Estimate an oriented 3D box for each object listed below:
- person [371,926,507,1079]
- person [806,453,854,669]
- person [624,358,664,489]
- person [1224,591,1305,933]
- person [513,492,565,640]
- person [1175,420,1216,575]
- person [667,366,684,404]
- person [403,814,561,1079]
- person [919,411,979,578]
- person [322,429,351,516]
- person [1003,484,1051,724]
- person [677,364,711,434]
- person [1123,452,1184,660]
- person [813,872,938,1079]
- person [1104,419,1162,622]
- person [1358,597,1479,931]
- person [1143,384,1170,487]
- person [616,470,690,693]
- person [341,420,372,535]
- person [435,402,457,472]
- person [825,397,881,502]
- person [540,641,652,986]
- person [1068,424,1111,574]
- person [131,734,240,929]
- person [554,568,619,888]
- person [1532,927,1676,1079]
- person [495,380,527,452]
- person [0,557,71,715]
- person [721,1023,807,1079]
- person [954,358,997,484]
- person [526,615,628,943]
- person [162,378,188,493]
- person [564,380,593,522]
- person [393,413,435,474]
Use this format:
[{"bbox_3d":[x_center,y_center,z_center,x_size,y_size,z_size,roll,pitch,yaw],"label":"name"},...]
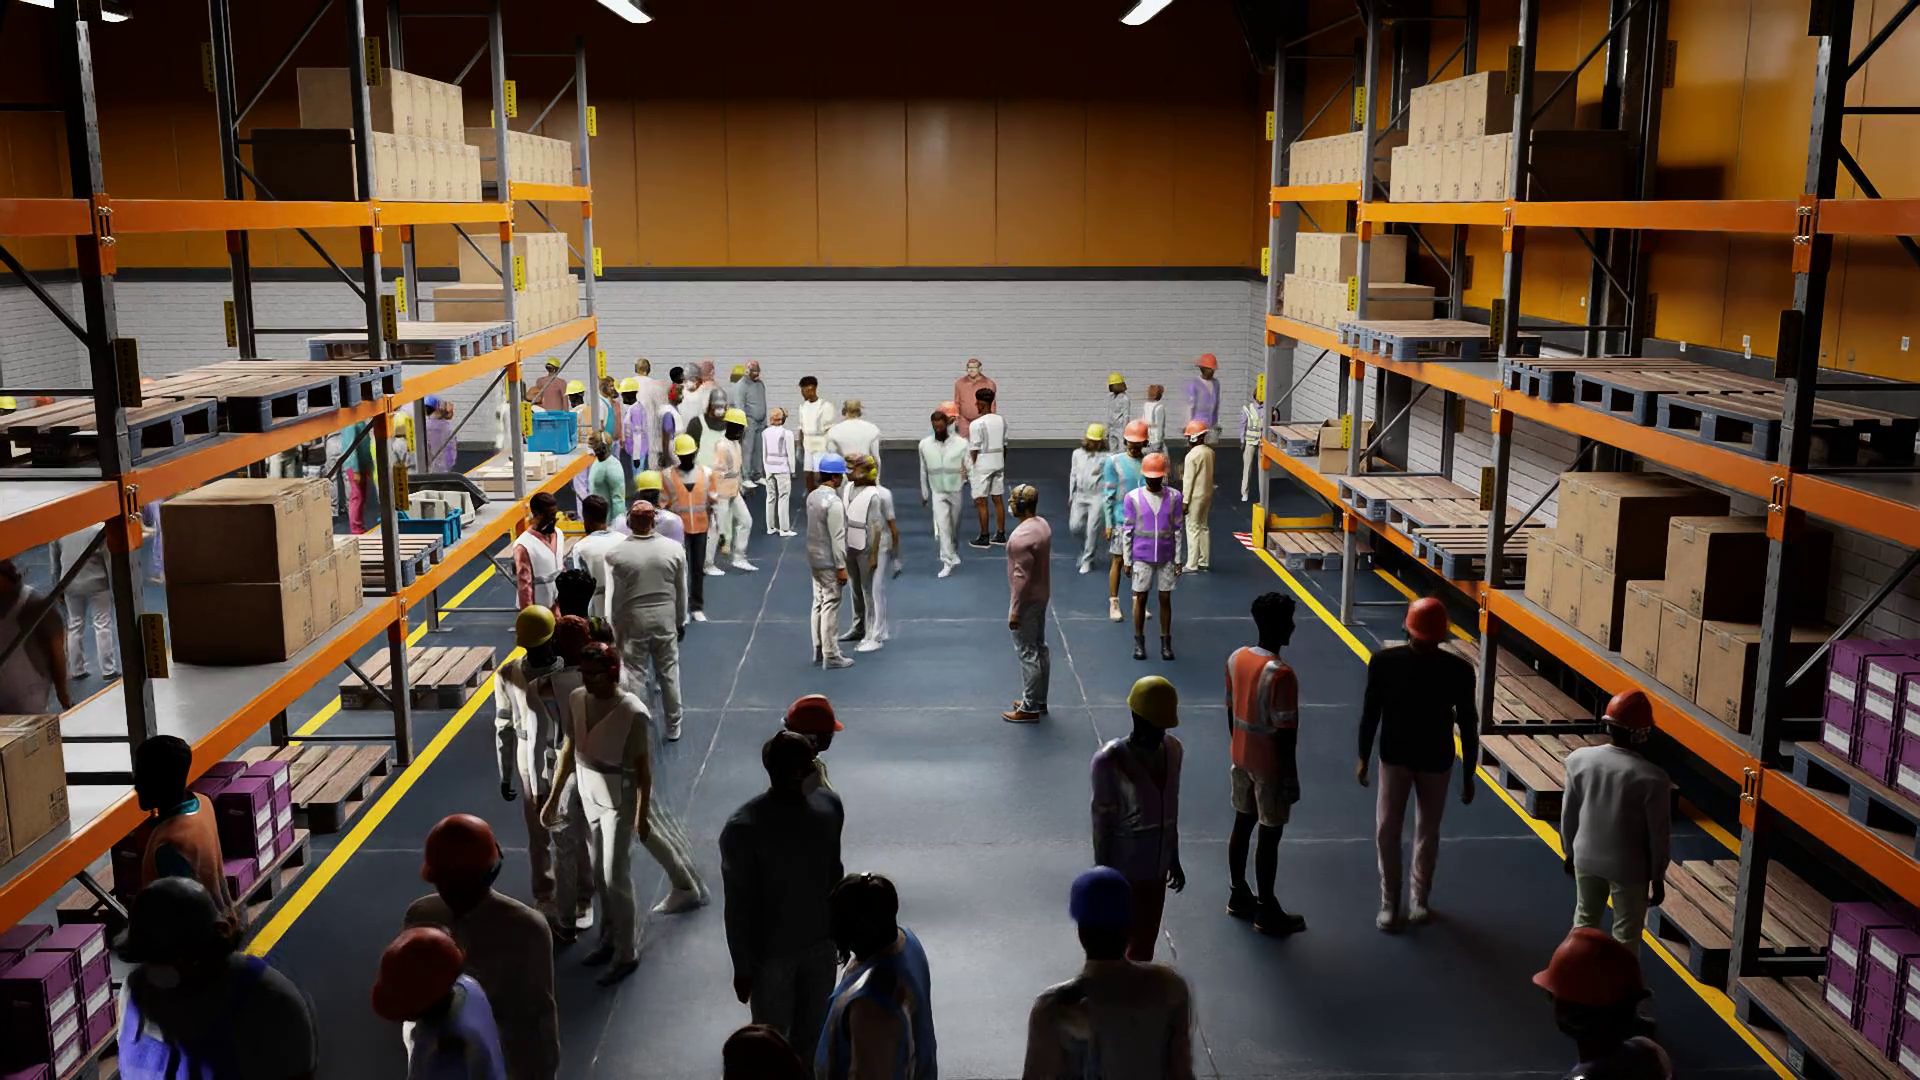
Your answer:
[{"bbox_3d":[-1.662,2.093,5.561,0.376,1.891,0.715,-1,11,-5],"label":"person"},{"bbox_3d":[-1.171,0.186,14.961,0.420,1.939,0.607,-6,13,-26],"label":"person"},{"bbox_3d":[-4.627,-1.702,24.427,0.631,1.939,0.372,3,12,13],"label":"person"},{"bbox_3d":[1.744,1.256,9.517,0.369,1.967,0.600,-5,12,-22],"label":"person"},{"bbox_3d":[-3.315,0.553,13.205,0.396,1.908,0.600,3,12,16],"label":"person"},{"bbox_3d":[2.664,-0.484,18.821,0.355,1.739,0.573,8,14,36],"label":"person"},{"bbox_3d":[-4.392,-1.846,25.770,0.319,1.691,0.536,1,11,4],"label":"person"},{"bbox_3d":[-1.756,1.935,6.075,0.620,1.985,0.408,3,12,16],"label":"person"},{"bbox_3d":[-0.121,-0.566,18.941,0.682,1.864,0.992,1,11,7],"label":"person"},{"bbox_3d":[-8.427,-1.189,22.373,0.320,1.738,0.483,7,13,33],"label":"person"},{"bbox_3d":[0.542,0.507,13.349,0.353,1.937,0.635,4,12,20],"label":"person"},{"bbox_3d":[-3.662,-1.421,22.759,0.708,2.000,0.544,3,12,13],"label":"person"},{"bbox_3d":[1.763,0.150,15.179,0.549,1.925,0.384,0,11,-2],"label":"person"},{"bbox_3d":[-0.298,2.048,5.900,0.431,1.835,0.623,1,11,5],"label":"person"},{"bbox_3d":[1.740,-0.197,16.621,0.609,2.040,0.395,-3,12,-15],"label":"person"},{"bbox_3d":[2.593,1.272,9.446,0.664,1.960,0.636,3,12,16],"label":"person"},{"bbox_3d":[2.862,-1.417,23.795,0.529,1.619,0.535,-5,13,-26],"label":"person"},{"bbox_3d":[-2.612,0.354,14.189,0.594,1.908,0.430,1,11,7],"label":"person"},{"bbox_3d":[-7.347,-0.910,20.347,0.396,1.989,0.619,-2,11,-11],"label":"person"},{"bbox_3d":[-6.672,-0.981,21.586,0.319,1.631,0.524,-6,13,-26],"label":"person"},{"bbox_3d":[-1.282,-0.717,19.542,0.664,1.913,0.593,-3,12,-16],"label":"person"},{"bbox_3d":[-1.908,1.431,8.966,0.582,1.836,0.469,10,15,40],"label":"person"},{"bbox_3d":[1.459,-0.470,18.771,0.517,1.718,0.371,5,12,25],"label":"person"},{"bbox_3d":[-3.302,1.756,7.135,0.391,1.919,0.591,-4,12,-18],"label":"person"},{"bbox_3d":[-2.290,1.136,10.121,0.365,1.965,0.608,3,12,15],"label":"person"},{"bbox_3d":[1.832,2.132,4.956,0.634,2.038,0.390,-11,16,-44],"label":"person"},{"bbox_3d":[-5.830,-1.195,22.001,0.761,1.889,0.606,0,11,-1],"label":"person"},{"bbox_3d":[-6.289,0.939,10.925,0.700,2.000,1.064,1,11,3],"label":"person"},{"bbox_3d":[-0.595,2.282,5.235,0.273,1.627,0.501,-1,11,-4],"label":"person"},{"bbox_3d":[0.211,-1.750,24.743,0.642,1.909,0.399,3,12,13],"label":"person"},{"bbox_3d":[-2.125,1.339,9.332,0.575,1.880,0.358,-4,12,-20],"label":"person"},{"bbox_3d":[-10.379,-1.227,22.076,0.543,1.929,0.384,7,13,32],"label":"person"},{"bbox_3d":[-4.906,-1.107,21.512,0.399,1.911,0.596,3,12,13],"label":"person"},{"bbox_3d":[-6.472,-0.650,19.684,0.517,1.710,0.424,-7,13,-32],"label":"person"}]
